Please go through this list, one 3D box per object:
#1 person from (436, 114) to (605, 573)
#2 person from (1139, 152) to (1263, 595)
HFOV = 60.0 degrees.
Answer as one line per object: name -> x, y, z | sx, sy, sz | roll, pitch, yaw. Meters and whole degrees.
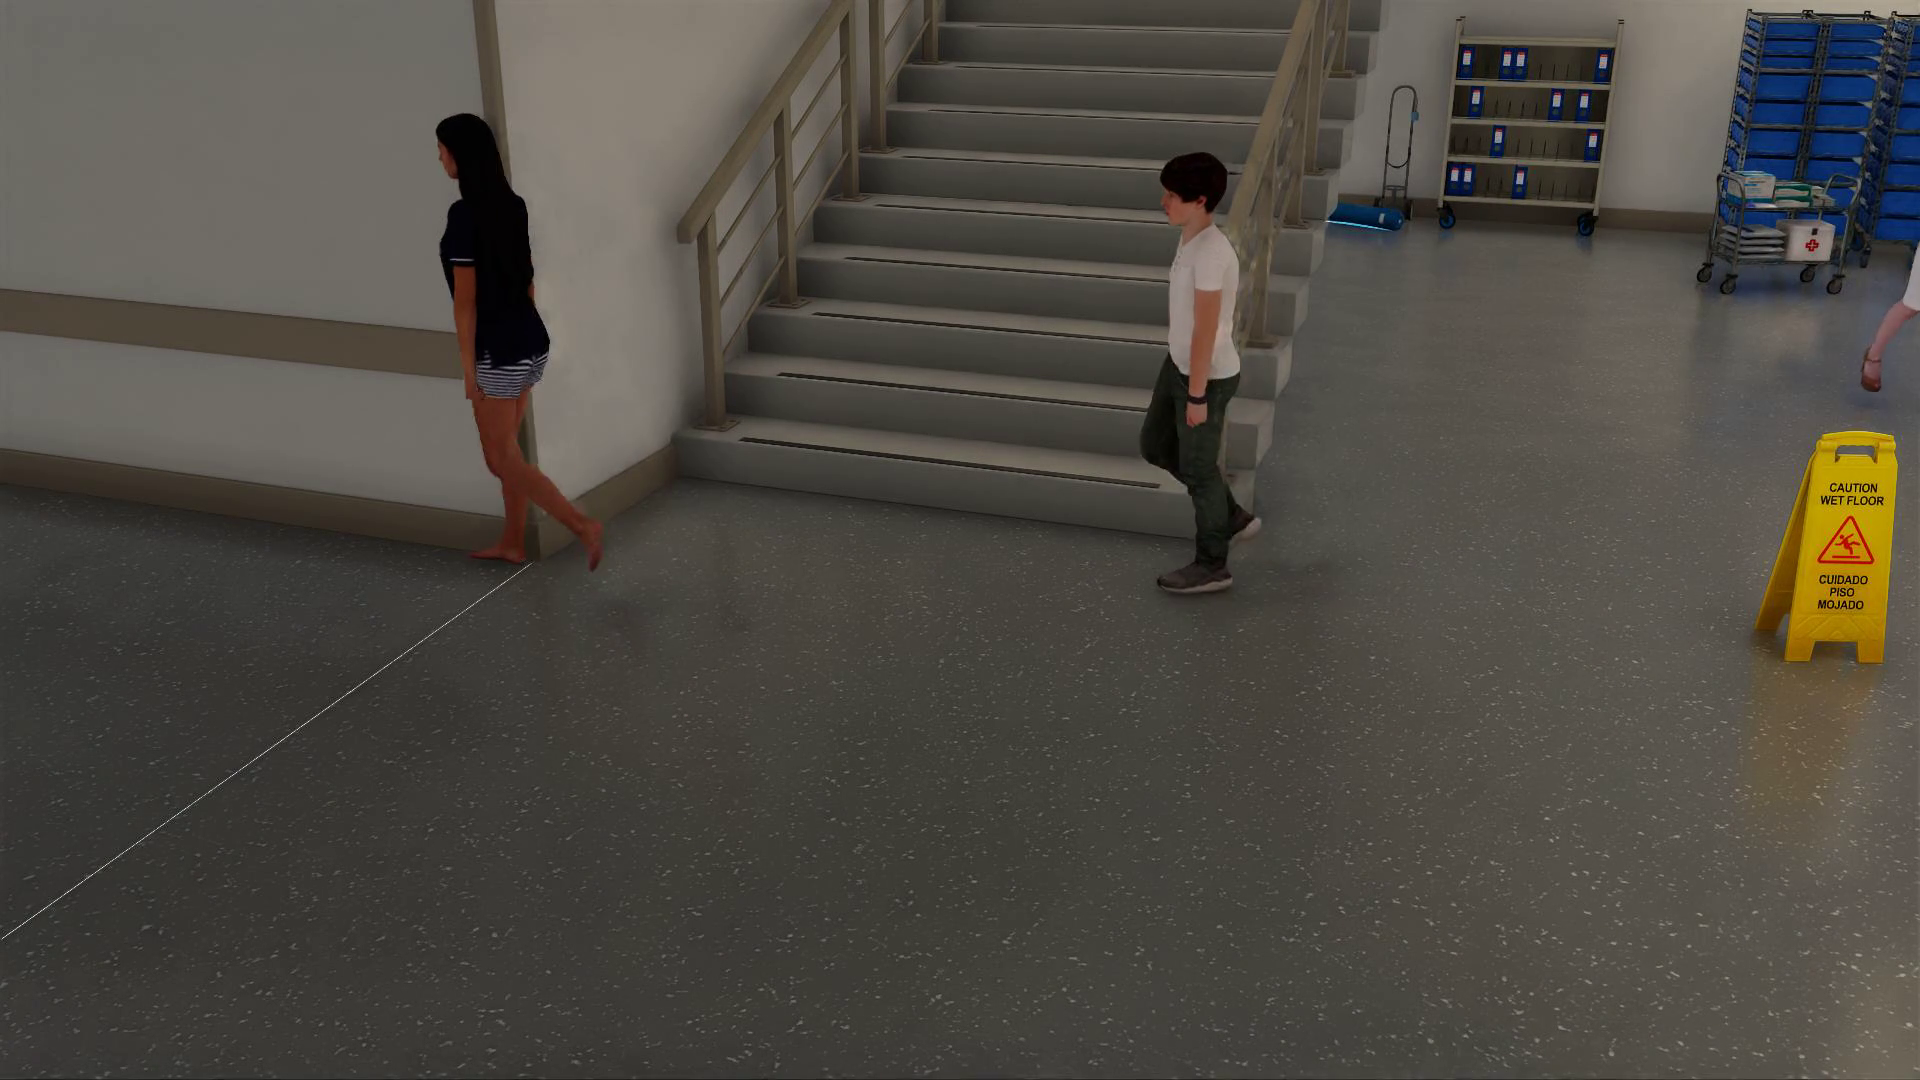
person -> -1.609, -0.654, 6.142 | 0.718, 1.740, 0.913 | 10, 23, 26
person -> 0.954, -0.597, 6.128 | 0.823, 1.643, 0.772 | -3, 21, -8
